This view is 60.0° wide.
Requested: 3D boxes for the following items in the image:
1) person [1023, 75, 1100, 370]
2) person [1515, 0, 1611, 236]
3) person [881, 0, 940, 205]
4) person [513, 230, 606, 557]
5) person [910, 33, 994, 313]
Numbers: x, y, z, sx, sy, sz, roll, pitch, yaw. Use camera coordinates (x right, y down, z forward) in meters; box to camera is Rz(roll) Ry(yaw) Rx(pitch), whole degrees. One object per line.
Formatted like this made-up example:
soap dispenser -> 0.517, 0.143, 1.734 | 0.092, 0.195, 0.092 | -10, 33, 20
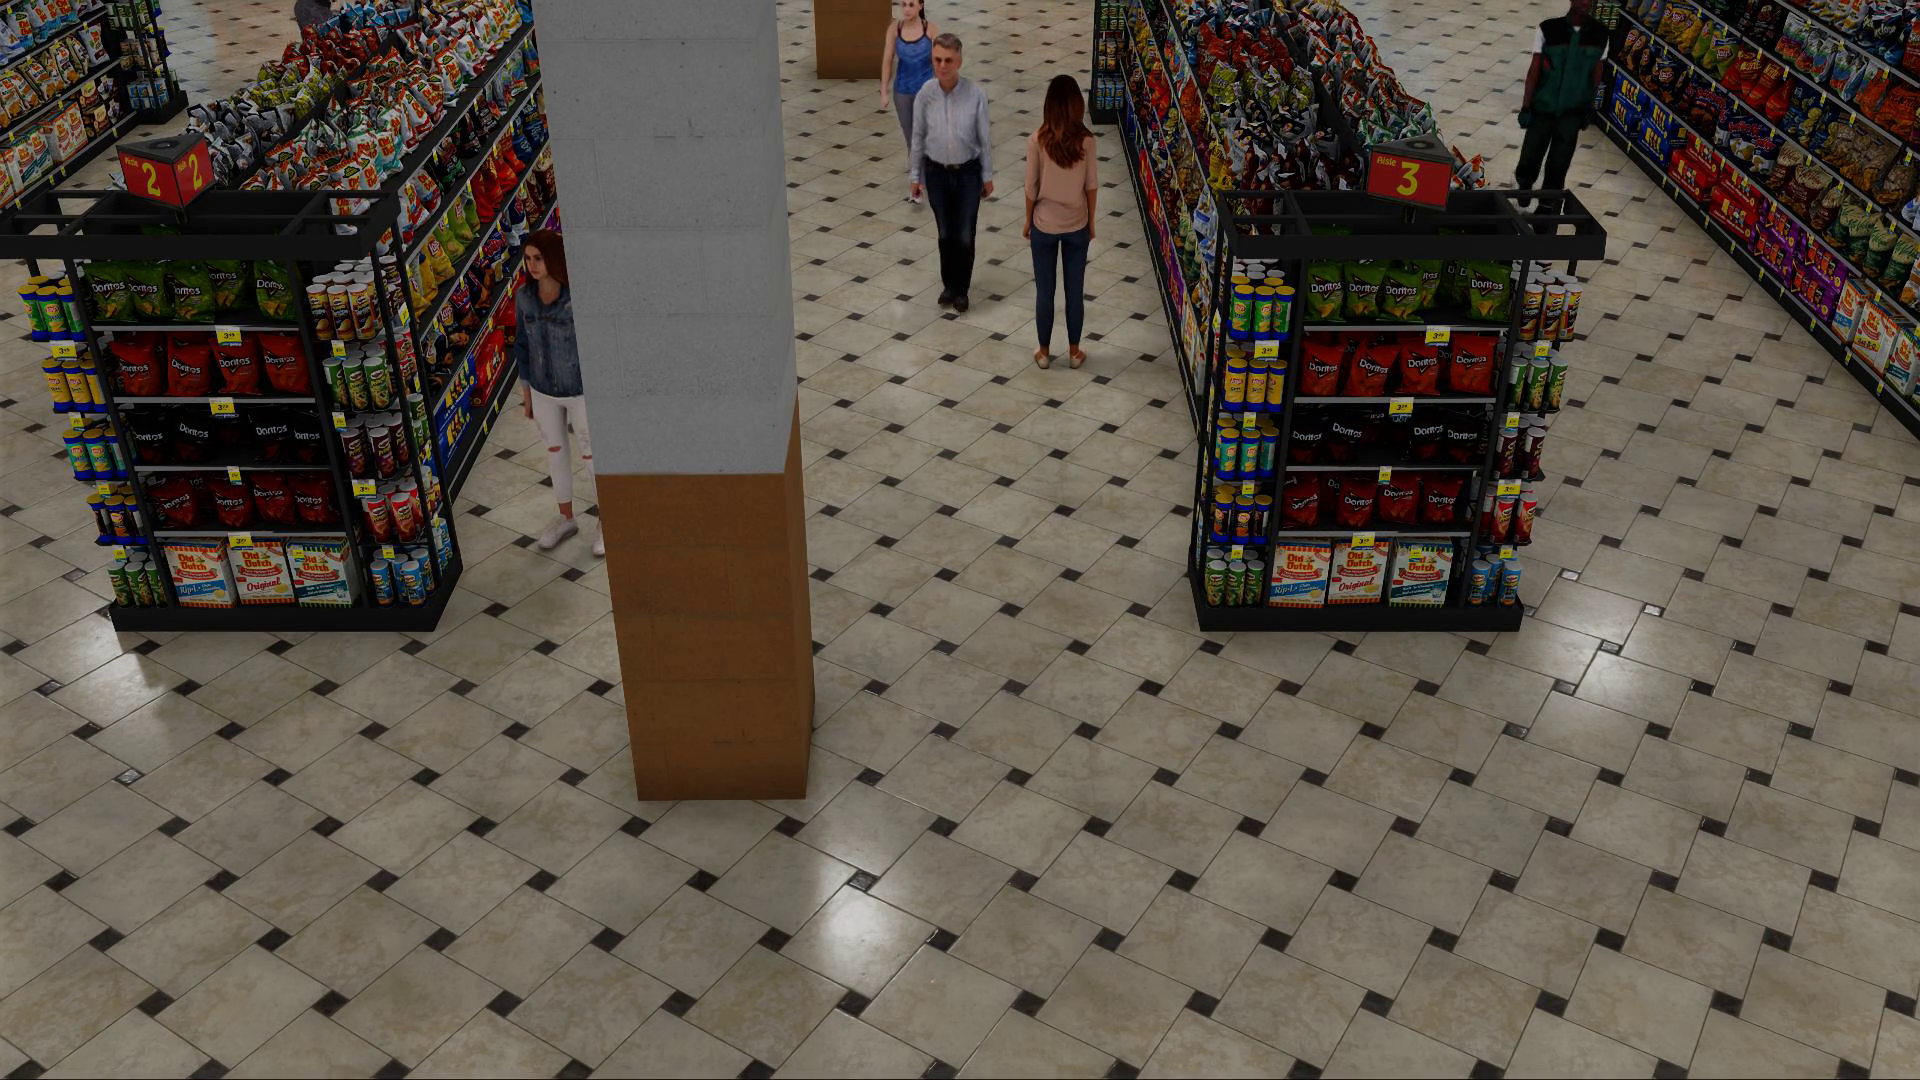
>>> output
person -> 0.597, -1.877, 9.947 | 0.586, 1.789, 0.509 | 0, 32, 0
person -> 4.229, -3.072, 11.840 | 0.818, 1.818, 1.144 | 5, 32, 7
person -> -0.326, -3.392, 12.592 | 0.724, 1.567, 1.101 | 6, 32, 9
person -> -1.935, -0.727, 8.181 | 0.659, 1.703, 0.597 | 7, 33, 11
person -> -0.023, -2.396, 10.767 | 0.758, 1.804, 0.756 | 7, 33, 12
